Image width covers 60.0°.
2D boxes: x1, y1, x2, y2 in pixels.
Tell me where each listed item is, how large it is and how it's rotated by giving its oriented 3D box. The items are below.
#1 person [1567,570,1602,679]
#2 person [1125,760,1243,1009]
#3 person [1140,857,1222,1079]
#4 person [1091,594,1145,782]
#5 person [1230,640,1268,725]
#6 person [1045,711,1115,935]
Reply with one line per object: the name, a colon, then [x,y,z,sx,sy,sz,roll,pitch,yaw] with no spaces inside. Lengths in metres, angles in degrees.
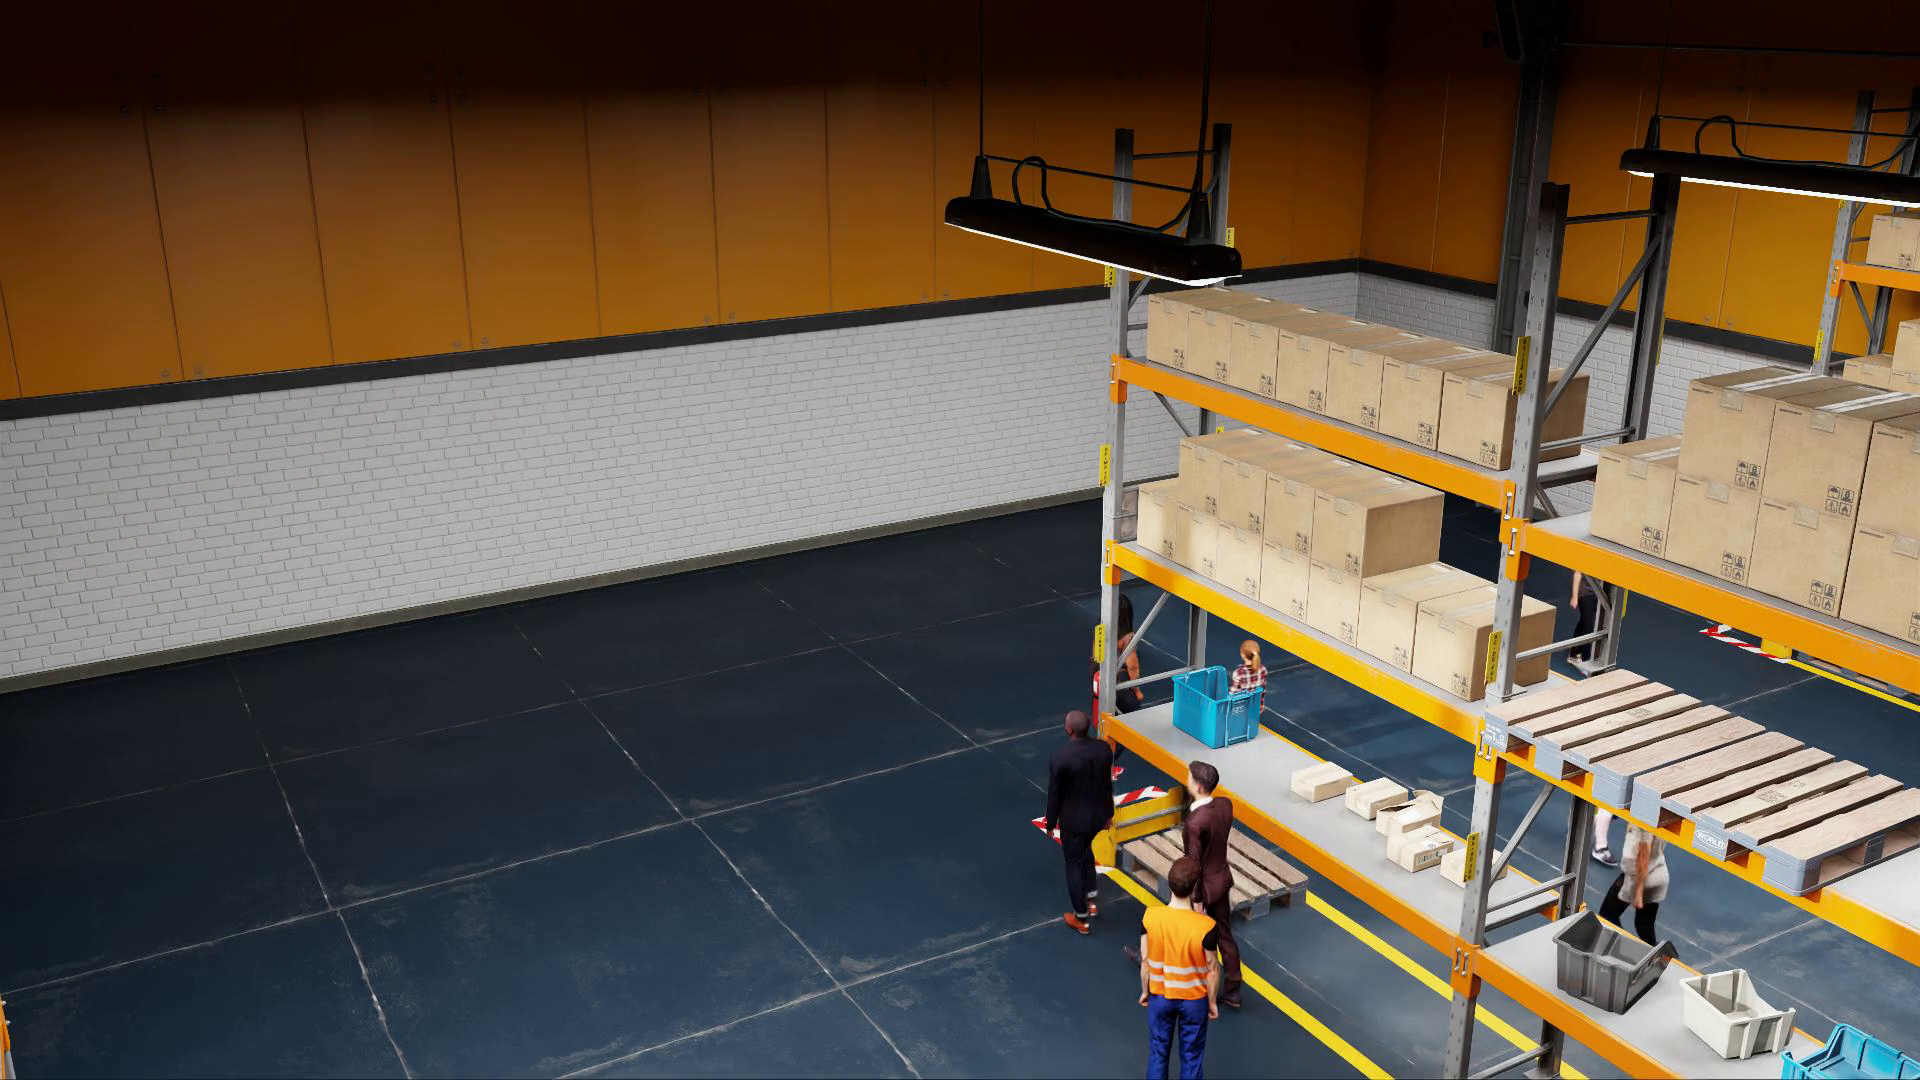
person: [6.646,0.545,17.685,0.671,1.744,0.820,-10,21,-26]
person: [1.825,2.481,11.818,1.241,1.821,0.915,17,25,41]
person: [1.382,2.881,10.524,0.773,1.888,0.839,6,19,17]
person: [1.365,1.389,15.100,0.799,1.795,0.736,-14,23,-36]
person: [2.670,1.544,15.409,0.557,1.304,0.547,-6,20,-17]
person: [0.976,2.186,12.725,0.705,1.801,0.641,-10,21,-28]
